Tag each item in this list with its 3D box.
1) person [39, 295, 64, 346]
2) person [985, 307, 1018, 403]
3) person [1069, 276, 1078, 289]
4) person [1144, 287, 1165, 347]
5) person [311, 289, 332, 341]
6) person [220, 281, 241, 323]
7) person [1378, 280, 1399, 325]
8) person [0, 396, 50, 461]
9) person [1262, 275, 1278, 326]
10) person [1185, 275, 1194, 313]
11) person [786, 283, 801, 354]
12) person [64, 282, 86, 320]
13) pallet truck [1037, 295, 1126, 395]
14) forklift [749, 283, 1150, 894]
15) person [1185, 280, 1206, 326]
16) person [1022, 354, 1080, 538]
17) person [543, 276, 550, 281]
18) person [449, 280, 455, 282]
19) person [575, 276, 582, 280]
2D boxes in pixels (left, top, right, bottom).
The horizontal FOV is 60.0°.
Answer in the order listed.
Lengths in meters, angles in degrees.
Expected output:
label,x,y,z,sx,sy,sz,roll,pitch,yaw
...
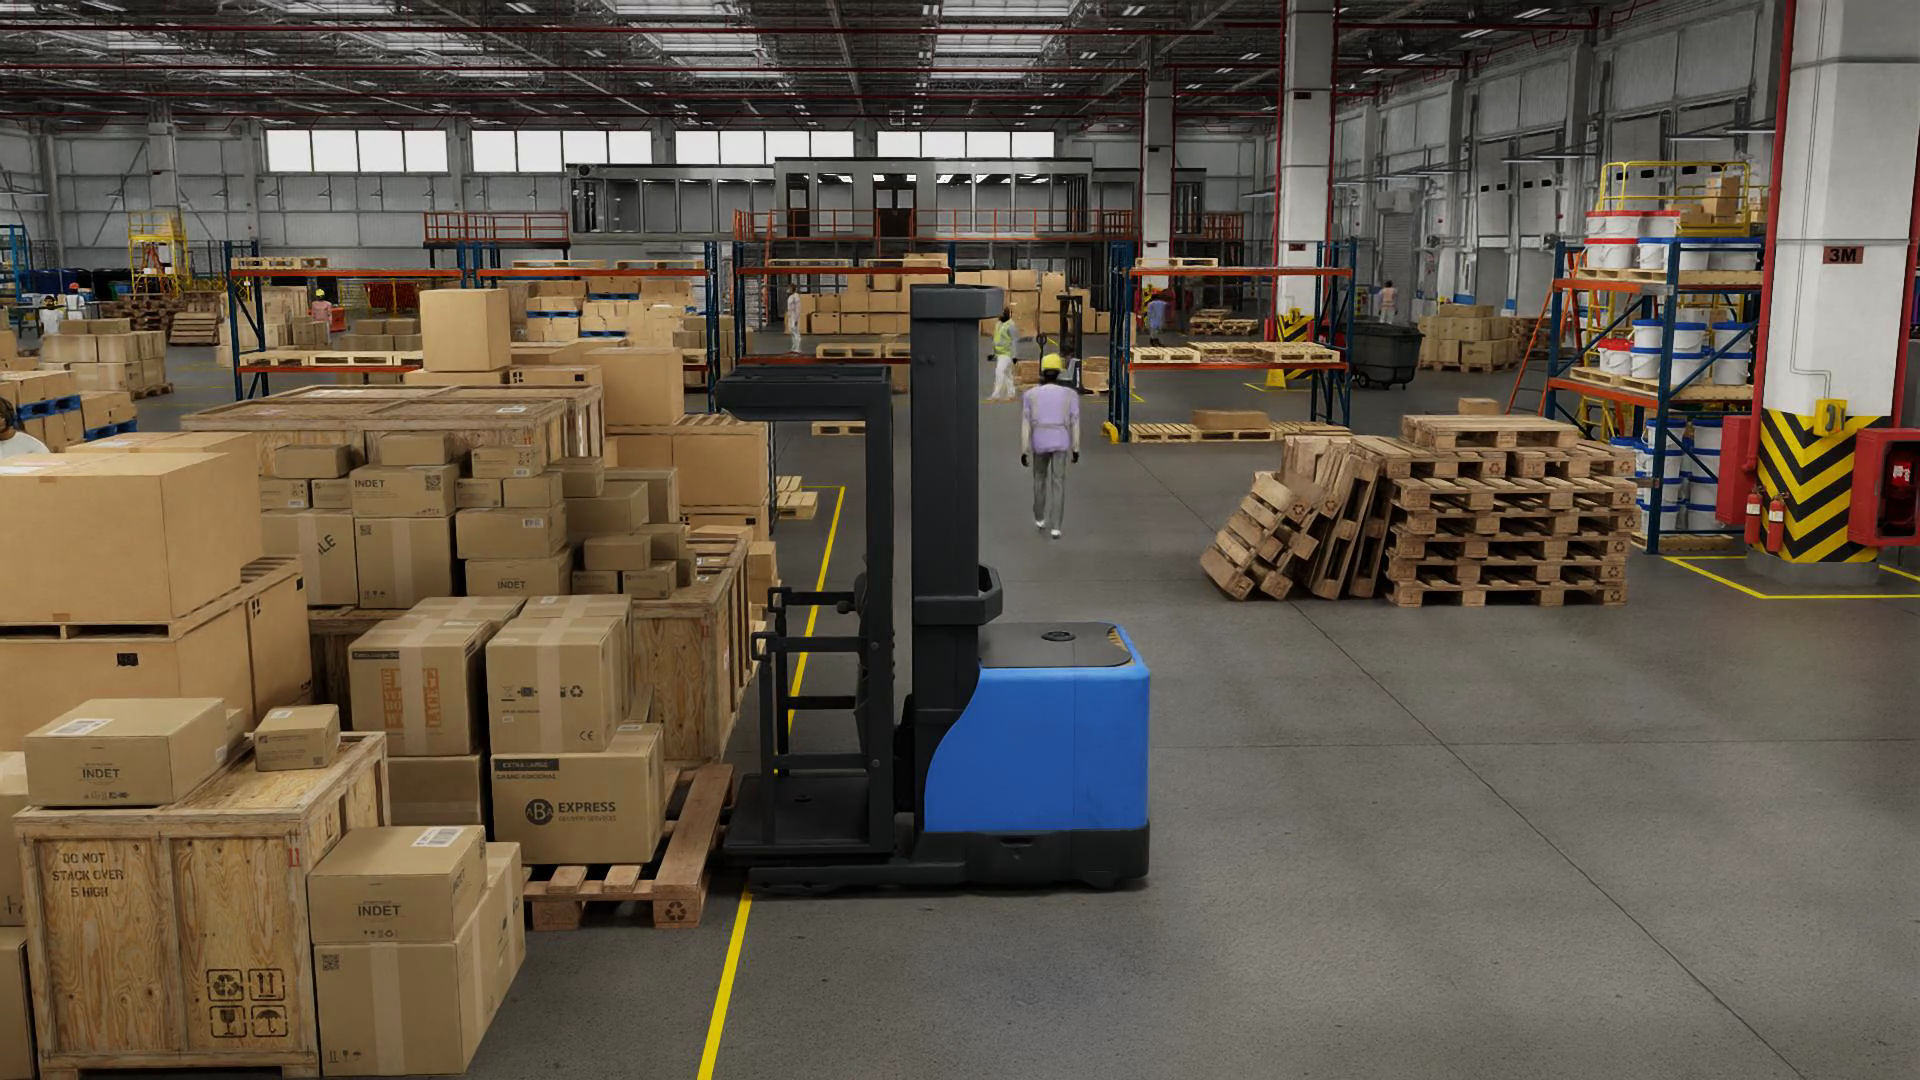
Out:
label,x,y,z,sx,sy,sz,roll,pitch,yaw
person,-19.781,-4.396,36.283,0.521,1.873,0.328,-3,11,-19
person,0.728,-3.489,31.403,0.837,1.811,0.633,-4,11,-21
person,3.805,-7.953,56.063,0.337,1.881,0.583,-7,12,-34
person,4.950,-5.405,41.834,0.554,1.904,0.956,-9,13,-40
person,-17.081,-5.825,44.537,0.524,1.769,0.314,-2,10,-11
person,-20.863,-6.466,47.627,0.548,1.937,0.379,-3,11,-15
person,13.544,-7.291,52.534,0.621,1.820,0.761,4,11,22
person,-6.867,-0.079,12.044,0.637,1.938,0.356,1,10,5
person,11.104,-8.558,59.300,0.711,1.924,0.653,9,14,42
person,9.791,-10.651,70.809,0.404,1.987,0.611,9,13,40
person,-4.426,-5.869,44.303,0.350,1.936,0.635,-4,11,-22
person,-23.860,-5.978,44.912,0.547,1.938,0.379,1,10,3
pallet truck,2.483,-3.881,33.060,1.885,1.965,0.823,-7,13,-36
forklift,-0.058,0.174,8.009,1.873,2.768,1.129,0,10,-2
person,8.591,-8.553,59.924,0.869,1.712,0.482,6,12,31
person,0.946,-0.990,17.317,0.615,1.869,1.002,0,10,0
person,-15.216,-8.868,61.381,0.520,1.812,0.937,-6,12,-30
person,-15.993,-7.319,52.714,0.994,1.819,0.513,0,10,3
person,-13.066,-8.127,56.863,0.614,1.945,0.813,8,13,38
